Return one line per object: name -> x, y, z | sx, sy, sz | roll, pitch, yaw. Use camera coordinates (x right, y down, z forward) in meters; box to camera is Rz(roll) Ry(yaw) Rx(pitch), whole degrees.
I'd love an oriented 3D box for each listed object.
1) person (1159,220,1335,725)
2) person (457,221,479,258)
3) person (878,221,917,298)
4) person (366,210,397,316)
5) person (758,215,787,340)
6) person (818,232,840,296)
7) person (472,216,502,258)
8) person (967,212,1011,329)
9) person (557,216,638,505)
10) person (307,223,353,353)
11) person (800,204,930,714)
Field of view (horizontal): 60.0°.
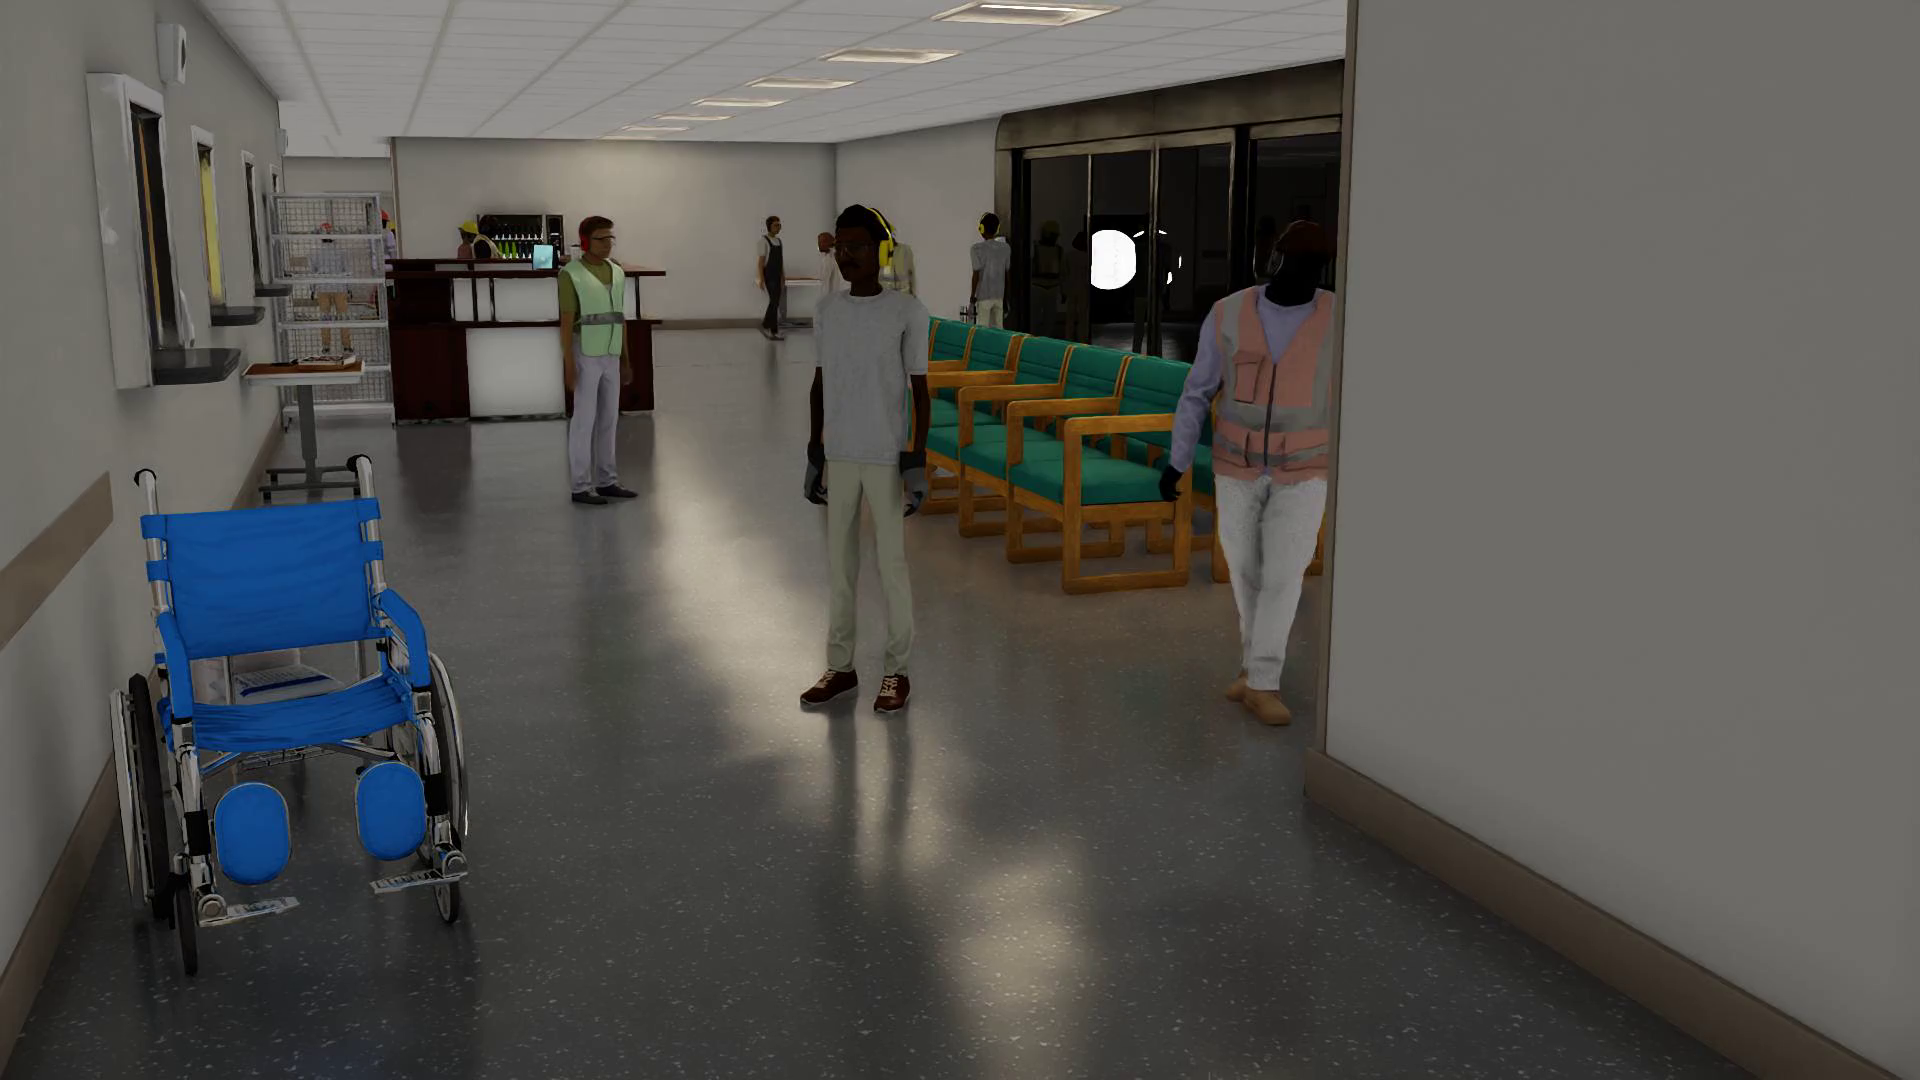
person -> 1.123, -0.256, 6.141 | 0.729, 1.816, 0.565 | 4, 12, 20
person -> -6.606, -3.409, 22.458 | 0.323, 1.764, 0.523 | -7, 13, -32
person -> -0.850, -3.154, 21.117 | 0.625, 1.786, 0.581 | -2, 11, -12
person -> -9.967, -4.730, 28.783 | 0.544, 1.938, 0.356 | 3, 11, 15
person -> -2.746, -3.855, 24.546 | 0.400, 1.835, 0.537 | 6, 13, 29
person -> -1.677, -3.118, 21.321 | 0.288, 1.627, 0.506 | 2, 11, 8
person -> -6.221, -3.358, 22.010 | 0.429, 1.838, 0.621 | -2, 11, -12
person -> 0.305, -2.554, 17.791 | 0.513, 1.872, 0.328 | -7, 13, -32
person -> -2.352, -1.152, 10.700 | 0.387, 1.836, 0.570 | 5, 12, 26
person -> -8.445, -3.377, 22.335 | 0.563, 1.741, 0.339 | -4, 12, -18
person -> -0.353, -0.291, 6.171 | 0.517, 1.873, 0.328 | 5, 12, 24
